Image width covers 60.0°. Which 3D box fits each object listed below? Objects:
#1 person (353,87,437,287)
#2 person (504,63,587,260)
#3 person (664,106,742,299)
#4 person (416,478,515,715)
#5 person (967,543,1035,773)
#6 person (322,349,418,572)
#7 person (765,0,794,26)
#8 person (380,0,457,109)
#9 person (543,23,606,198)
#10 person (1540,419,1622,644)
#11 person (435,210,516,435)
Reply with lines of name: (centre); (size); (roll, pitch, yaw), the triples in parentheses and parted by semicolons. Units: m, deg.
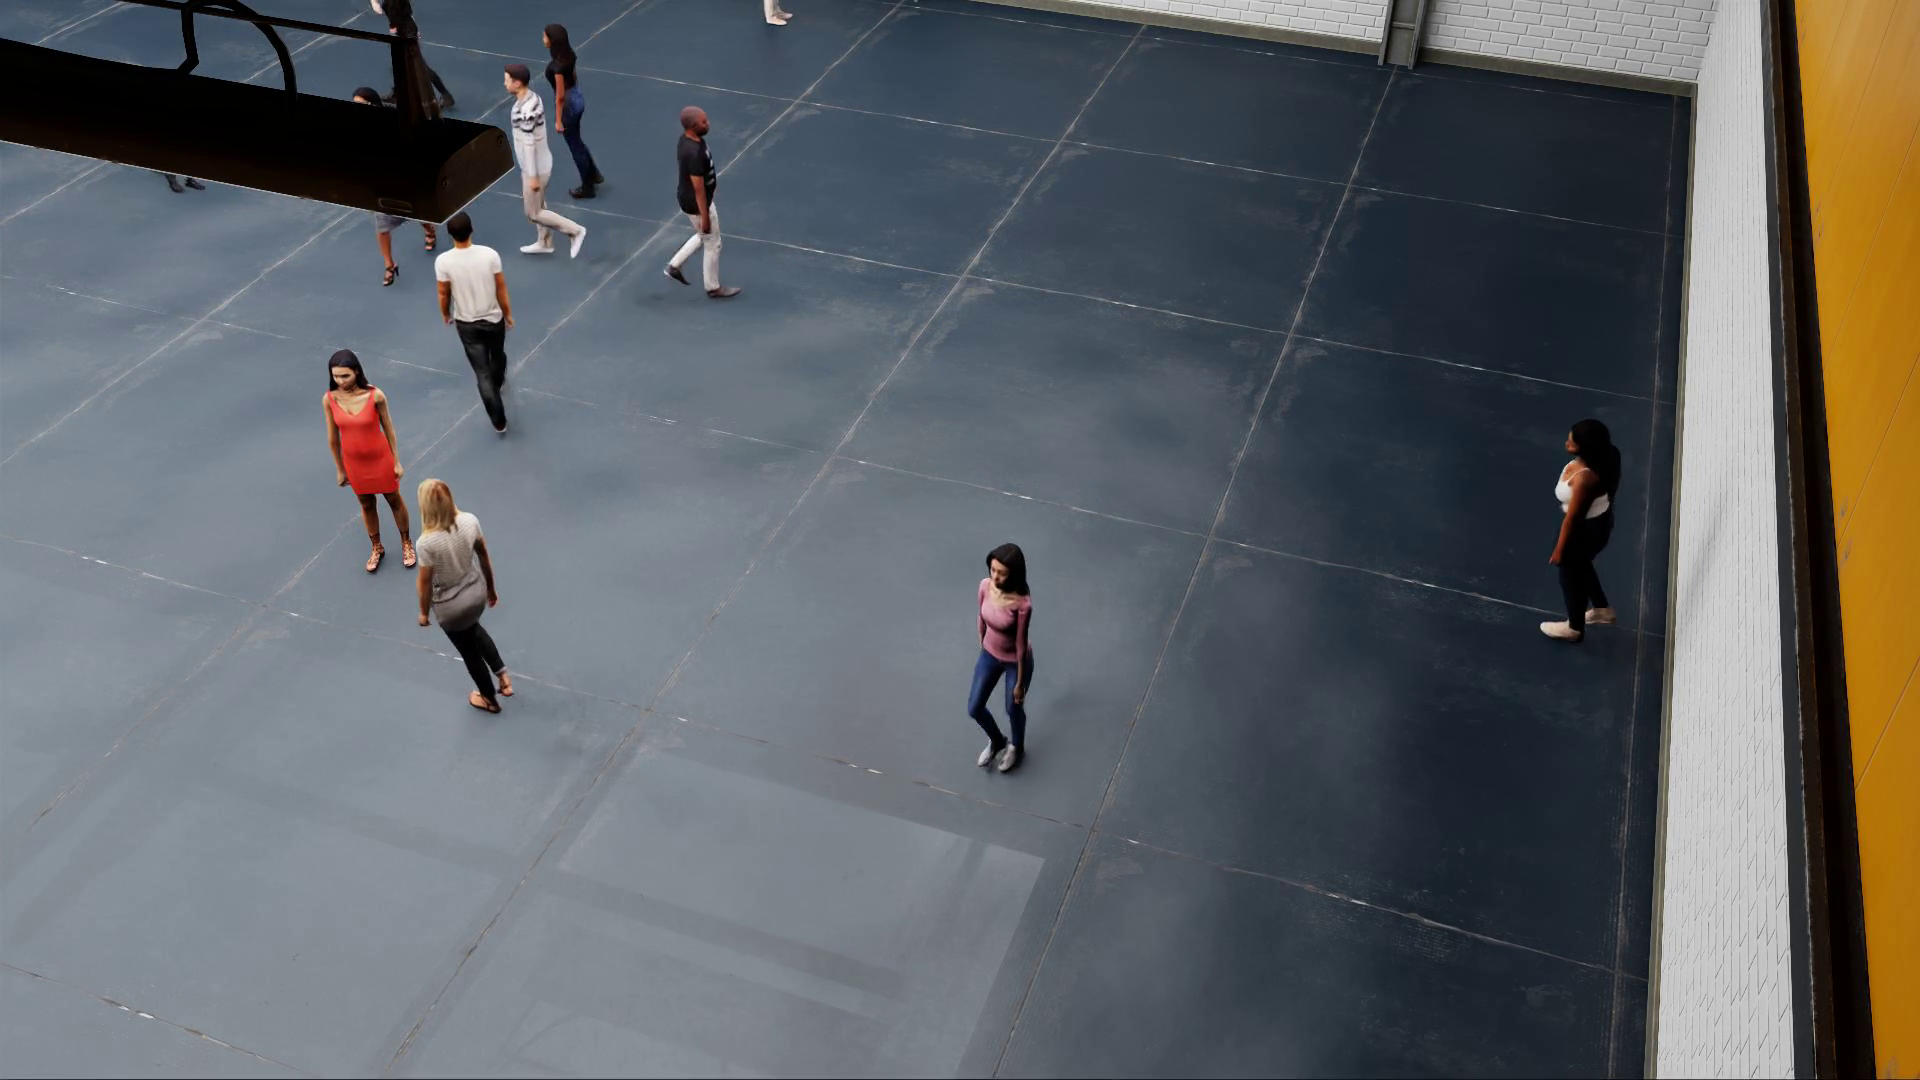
person: (-4.989, -3.183, 14.724); (1.041, 1.742, 0.746); (7, 39, 8)
person: (-3.719, -3.349, 14.861); (1.018, 1.830, 0.911); (-4, 39, -5)
person: (-2.328, -2.873, 14.299); (1.028, 1.789, 0.937); (-9, 40, -12)
person: (-2.988, 0.409, 10.168); (0.704, 1.814, 0.675); (23, 44, 26)
person: (0.331, 0.681, 9.894); (0.651, 1.731, 0.727); (24, 45, 27)
person: (-4.068, -0.550, 11.445); (0.622, 1.719, 0.732); (-7, 39, -8)
person: (-2.192, -6.896, 19.387); (0.562, 1.724, 0.620); (7, 39, 8)
person: (-5.734, -5.270, 17.448); (1.165, 1.604, 0.850); (0, 39, 0)
person: (-3.638, -4.088, 15.864); (0.655, 1.734, 0.658); (4, 39, 5)
person: (4.098, -0.034, 10.760); (0.881, 1.769, 0.776); (28, 47, 31)
person: (-3.688, -1.640, 12.776); (1.138, 1.762, 1.165); (-14, 41, -16)
